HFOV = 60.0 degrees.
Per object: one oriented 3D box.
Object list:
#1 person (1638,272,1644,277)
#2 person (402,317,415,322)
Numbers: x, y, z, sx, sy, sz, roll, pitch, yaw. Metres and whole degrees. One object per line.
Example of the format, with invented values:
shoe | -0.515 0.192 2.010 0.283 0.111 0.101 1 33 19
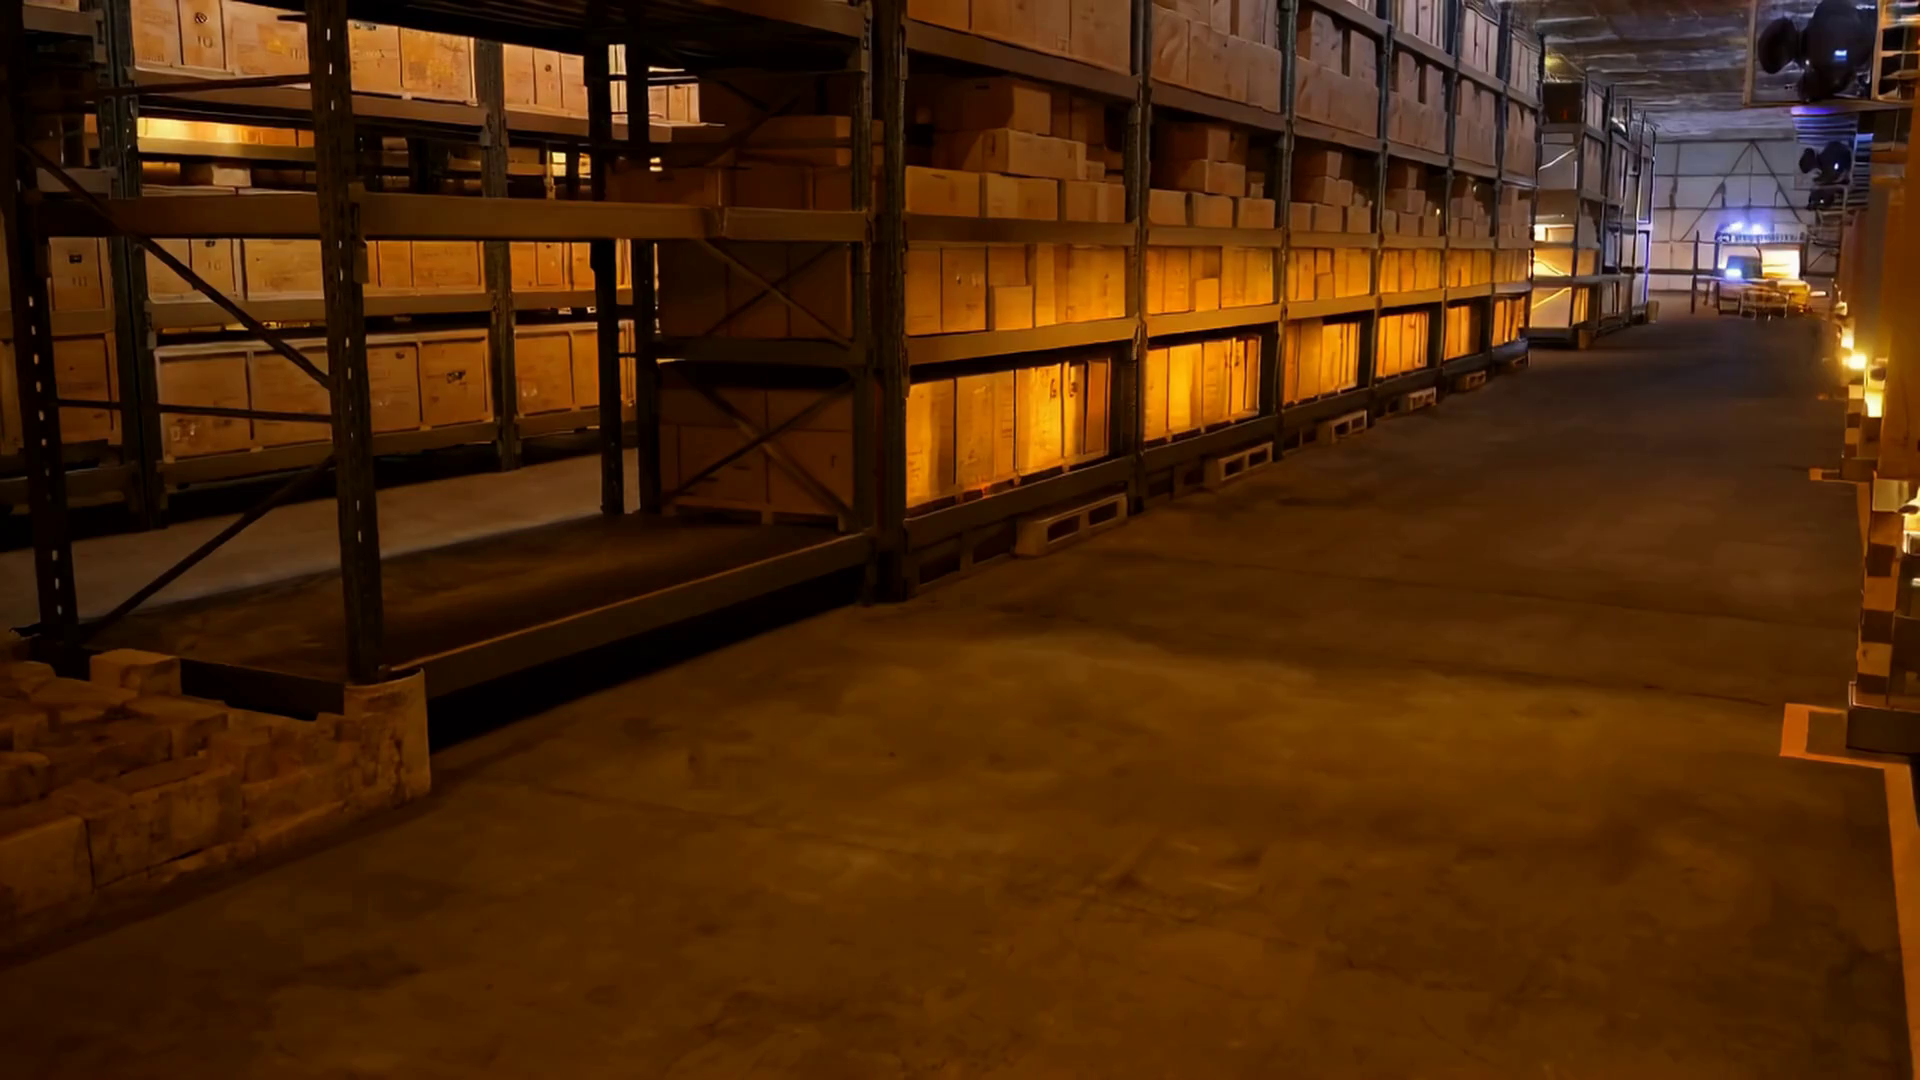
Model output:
person | 36.372 -13.961 88.795 0.509 1.629 0.314 3 10 16
person | -9.416 -3.756 28.861 0.578 1.917 0.607 3 10 17
